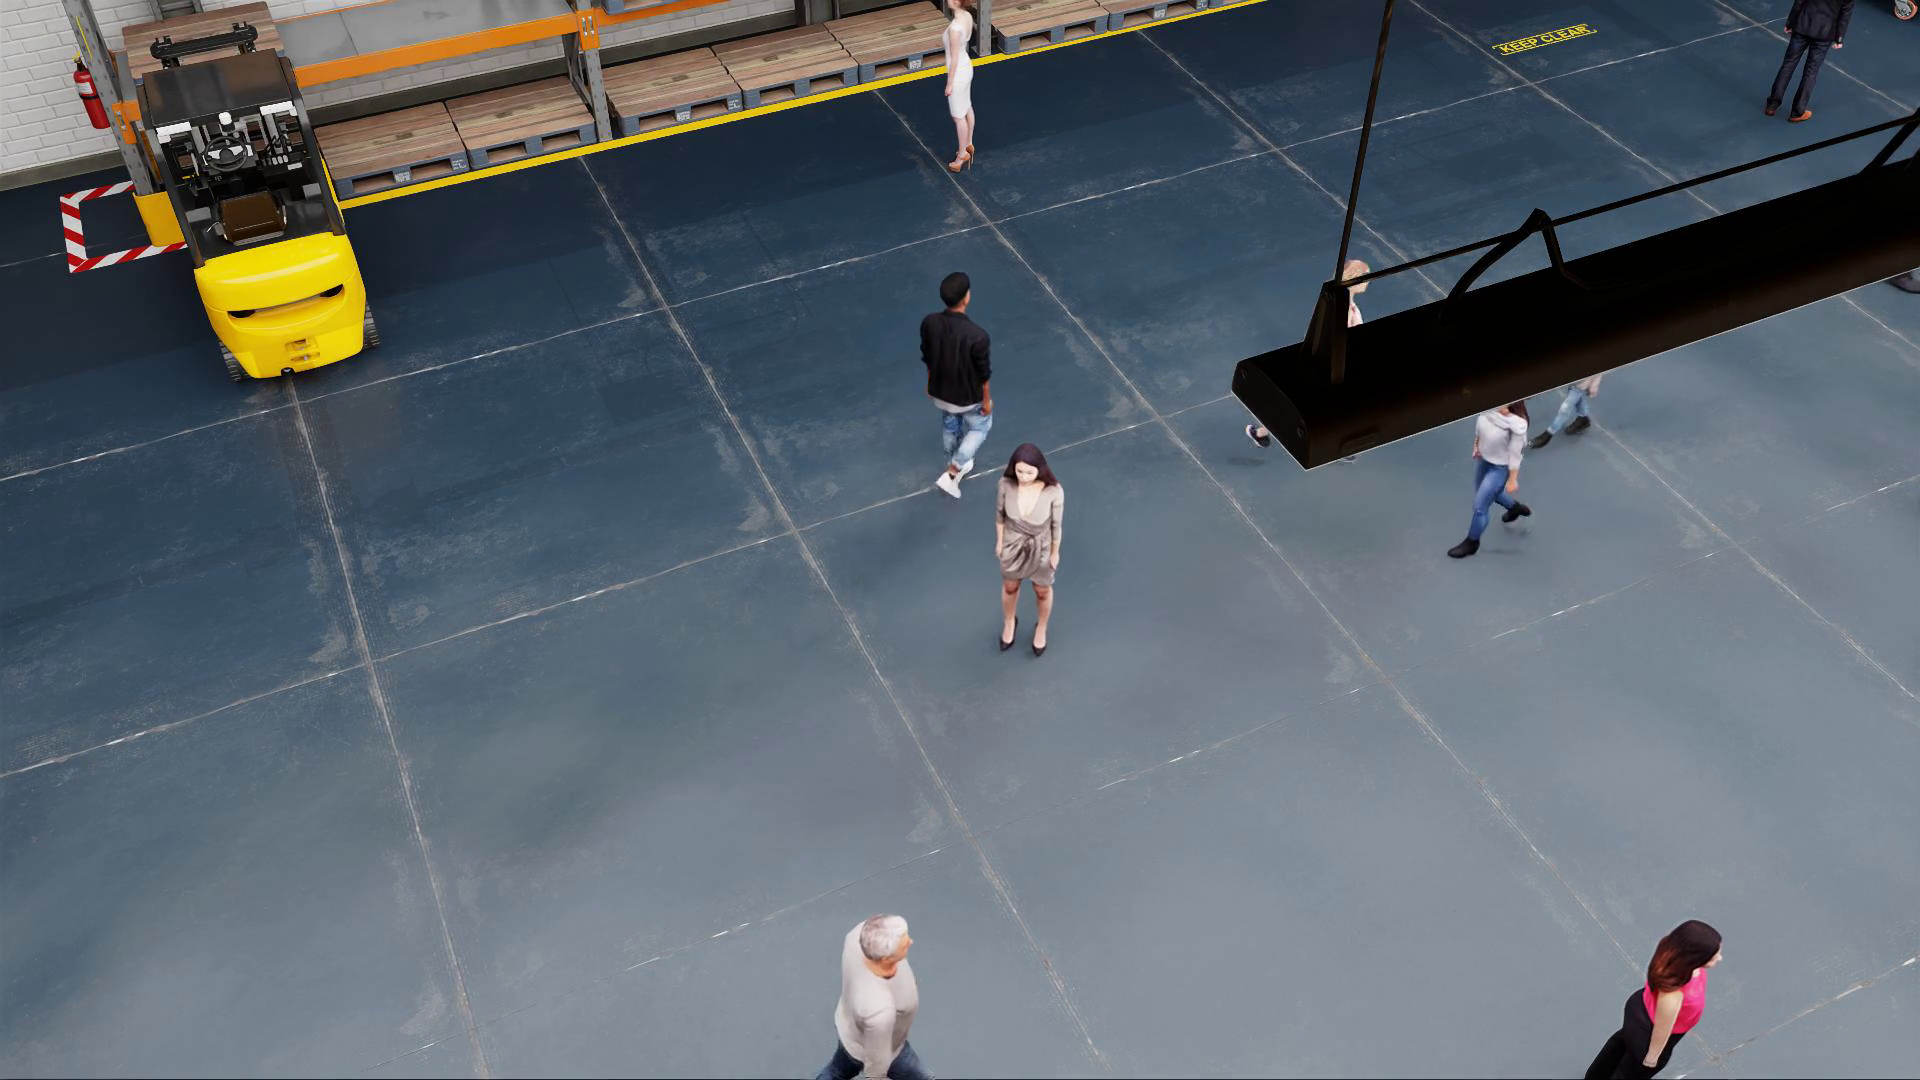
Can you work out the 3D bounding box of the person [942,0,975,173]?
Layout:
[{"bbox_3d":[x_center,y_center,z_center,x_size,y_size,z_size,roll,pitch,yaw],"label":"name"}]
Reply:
[{"bbox_3d":[0.000,-4.134,14.872,0.687,1.793,0.633,13,45,13],"label":"person"}]

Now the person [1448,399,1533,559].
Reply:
[{"bbox_3d":[3.684,-0.523,11.218,0.923,1.604,0.700,-9,44,-9],"label":"person"}]

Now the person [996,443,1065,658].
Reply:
[{"bbox_3d":[0.430,0.050,10.516,0.636,1.745,0.710,11,45,12],"label":"person"}]

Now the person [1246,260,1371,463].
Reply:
[{"bbox_3d":[2.536,-1.235,11.852,1.172,1.761,0.984,1,44,1],"label":"person"}]

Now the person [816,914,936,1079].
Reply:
[{"bbox_3d":[-0.493,2.382,7.982,1.235,1.863,0.822,-12,45,-13],"label":"person"}]

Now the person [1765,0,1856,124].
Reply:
[{"bbox_3d":[8.000,-4.792,15.559,0.761,1.798,0.706,34,53,30],"label":"person"}]

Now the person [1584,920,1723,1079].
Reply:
[{"bbox_3d":[3.394,2.378,8.133,0.708,1.660,0.647,14,45,15],"label":"person"}]

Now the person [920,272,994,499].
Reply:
[{"bbox_3d":[-0.056,-1.017,11.594,0.916,1.801,0.991,24,49,23],"label":"person"}]
